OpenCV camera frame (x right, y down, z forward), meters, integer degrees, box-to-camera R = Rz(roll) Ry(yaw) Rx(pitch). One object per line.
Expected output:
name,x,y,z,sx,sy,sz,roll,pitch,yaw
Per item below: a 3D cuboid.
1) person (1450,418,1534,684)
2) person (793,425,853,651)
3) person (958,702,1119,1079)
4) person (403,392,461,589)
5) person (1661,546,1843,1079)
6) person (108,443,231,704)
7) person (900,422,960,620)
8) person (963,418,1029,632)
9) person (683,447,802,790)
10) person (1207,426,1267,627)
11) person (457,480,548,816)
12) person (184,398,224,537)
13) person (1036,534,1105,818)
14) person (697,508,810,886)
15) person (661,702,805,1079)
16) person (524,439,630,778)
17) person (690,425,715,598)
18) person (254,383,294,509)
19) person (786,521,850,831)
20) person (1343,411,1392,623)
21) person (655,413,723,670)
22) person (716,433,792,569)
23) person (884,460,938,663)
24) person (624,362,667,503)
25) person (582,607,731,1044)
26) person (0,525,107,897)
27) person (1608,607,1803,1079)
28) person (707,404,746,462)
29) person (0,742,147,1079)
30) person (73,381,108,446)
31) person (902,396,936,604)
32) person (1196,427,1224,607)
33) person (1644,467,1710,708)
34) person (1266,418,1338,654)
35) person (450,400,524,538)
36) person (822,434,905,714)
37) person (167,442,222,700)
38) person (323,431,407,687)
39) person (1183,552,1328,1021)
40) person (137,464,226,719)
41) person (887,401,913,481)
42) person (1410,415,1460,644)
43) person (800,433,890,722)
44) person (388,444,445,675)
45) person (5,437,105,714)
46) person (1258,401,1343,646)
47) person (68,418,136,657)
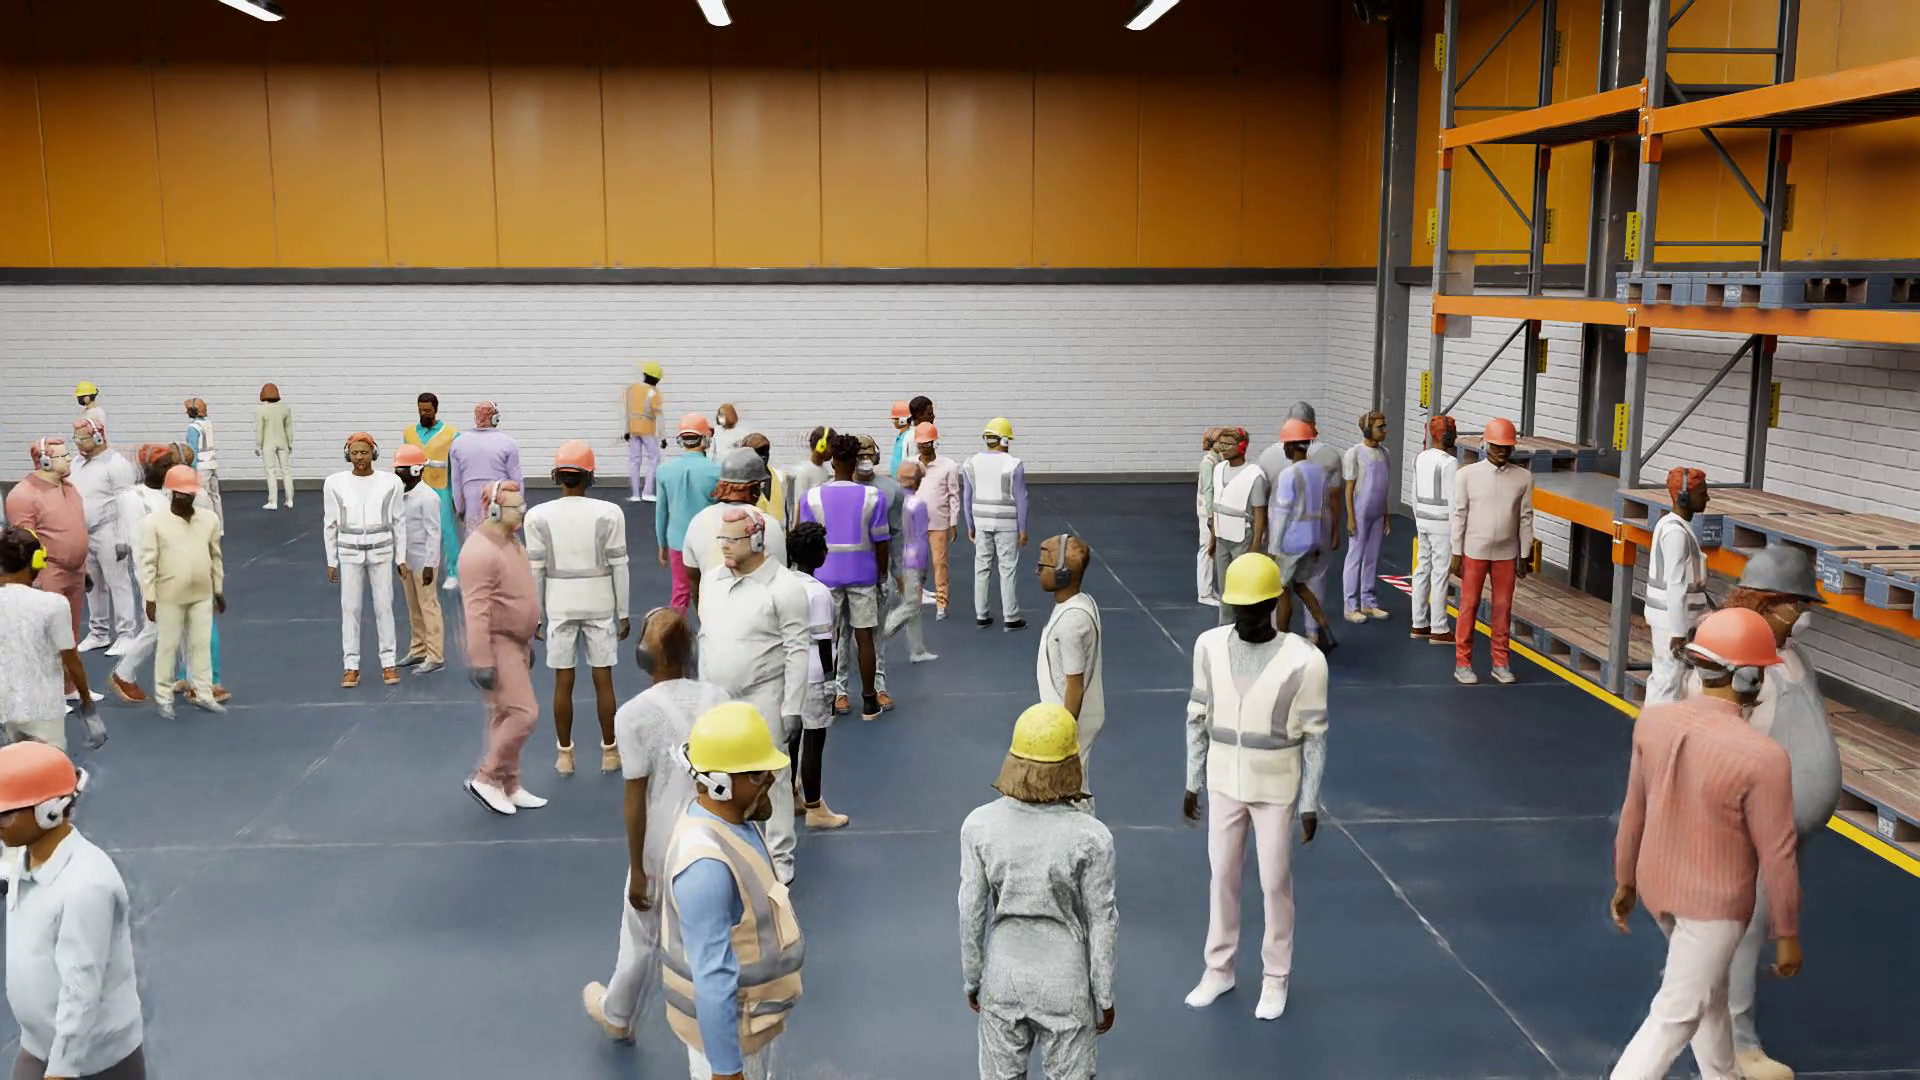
person,3.932,0.087,12.303,0.605,1.986,0.401,0,9,1
person,-1.242,-0.007,13.386,0.724,1.832,0.566,3,9,16
person,0.246,1.352,5.102,0.492,1.742,0.317,3,10,18
person,-5.079,-0.474,16.066,0.594,1.912,0.386,2,9,13
person,3.012,0.994,6.417,0.715,2.000,0.686,-9,13,-44
person,-5.607,0.247,11.659,0.793,1.861,0.600,1,9,8
person,-0.288,-0.167,14.601,0.574,1.749,0.333,2,9,14
person,0.322,-0.129,14.157,0.588,1.822,0.403,5,10,27
person,-1.233,0.470,9.710,0.674,2.000,0.537,6,11,32
person,2.189,0.021,13.132,0.395,1.847,0.564,-5,10,-29
person,-2.522,0.606,9.296,0.431,1.894,0.669,0,9,3
person,-8.663,-0.807,19.029,0.316,1.630,0.509,-1,9,-4
person,0.495,0.884,7.719,0.345,1.847,0.506,1,9,9
person,-1.047,0.785,8.151,0.655,1.905,0.407,6,11,34
person,-0.647,1.357,4.785,0.404,1.830,0.602,-1,9,-4
person,-2.294,0.415,10.039,0.605,2.045,0.379,-1,9,-6
person,-2.434,-0.271,15.627,0.310,1.636,0.522,-1,9,-7
person,-8.896,-1.217,21.573,0.265,1.632,0.507,7,12,39
person,-0.833,0.736,9.115,0.318,1.697,0.536,-6,11,-34
person,3.575,-0.204,14.554,0.508,1.847,0.345,-6,11,-34
person,-2.015,0.022,12.711,0.618,1.985,0.415,2,9,14
person,-1.532,0.104,12.626,0.634,1.842,0.429,-8,12,-42
person,-0.468,0.192,12.813,0.671,1.614,0.530,-6,11,-32
person,-4.192,-1.422,22.110,0.679,1.880,0.379,5,10,27
person,-1.087,1.137,6.296,0.534,1.787,0.986,-8,12,-40
person,-4.397,0.850,7.938,0.545,1.848,0.401,2,9,11
person,2.454,1.184,5.546,1.029,1.946,0.642,-3,10,-19
person,-2.613,-0.754,18.821,0.502,1.590,0.868,7,12,39
person,-2.606,1.419,4.776,0.574,1.701,0.889,7,11,38
person,-10.423,-1.028,19.998,0.525,1.760,0.341,6,11,35
person,-0.389,-0.373,15.382,0.393,1.919,0.589,0,9,-3
person,2.322,-0.218,15.295,0.307,1.637,0.514,3,9,16
person,4.316,0.498,10.028,0.354,1.883,0.576,3,10,19
person,2.601,0.013,12.938,0.570,1.922,0.571,8,12,42
person,-4.234,-0.307,15.005,0.649,1.906,0.401,1,9,6
person,-0.675,0.230,11.531,0.627,1.940,0.372,-3,10,-20
person,-5.538,0.219,11.898,0.513,1.845,0.340,6,11,35
person,-4.378,0.141,12.268,0.572,1.883,0.356,-3,10,-19
person,1.181,0.995,6.778,0.594,1.923,0.388,6,11,32
person,-5.305,0.348,11.396,0.354,1.748,0.576,7,12,38
person,-0.567,-0.554,17.053,0.339,1.747,0.564,-2,9,-14
person,3.938,-0.085,13.691,0.355,1.882,0.575,-3,10,-19
person,-0.779,0.256,11.281,0.610,1.964,0.366,0,9,-2
person,-4.152,0.141,12.663,0.327,1.753,0.561,-8,12,-42
person,-6.270,0.238,11.572,0.406,1.912,0.637,1,9,6
person,2.775,-0.141,13.541,0.694,2.000,0.535,3,10,21
person,-6.872,-0.025,13.263,0.642,1.901,0.409,4,10,23
